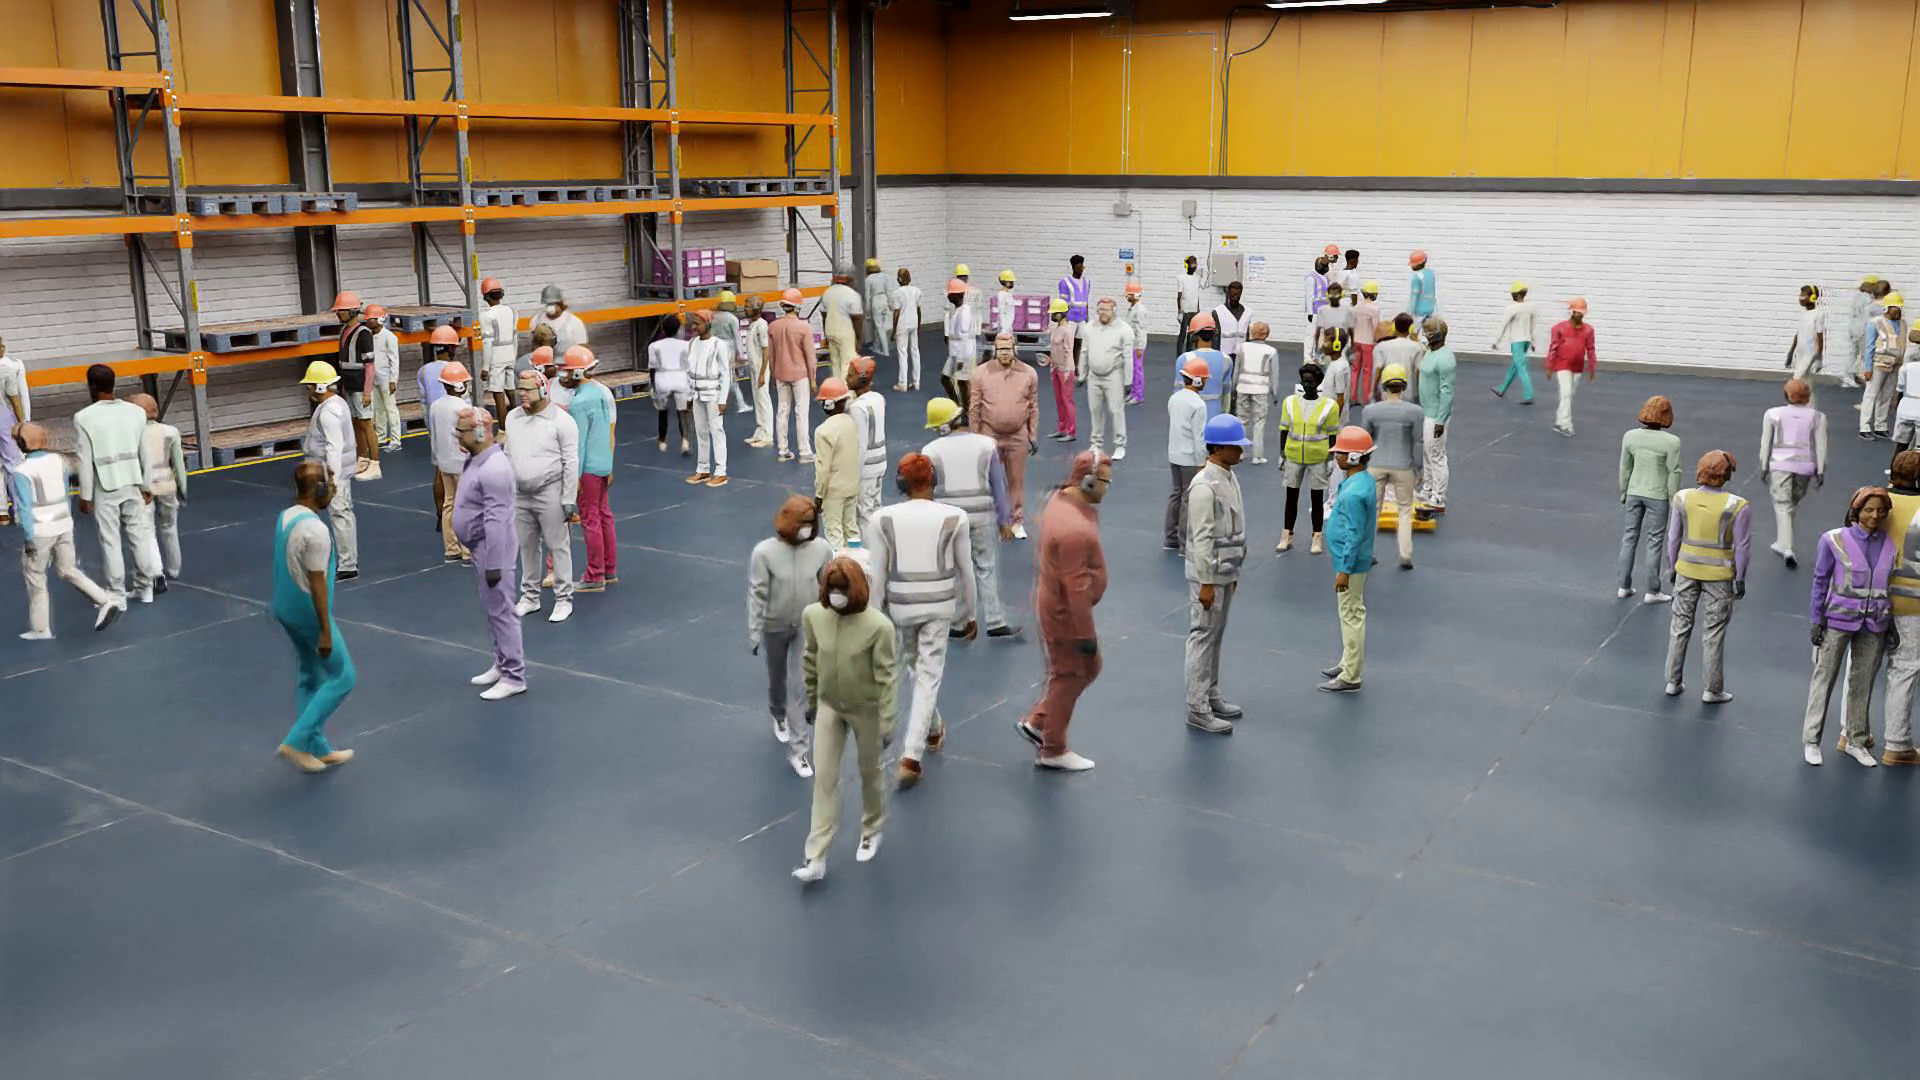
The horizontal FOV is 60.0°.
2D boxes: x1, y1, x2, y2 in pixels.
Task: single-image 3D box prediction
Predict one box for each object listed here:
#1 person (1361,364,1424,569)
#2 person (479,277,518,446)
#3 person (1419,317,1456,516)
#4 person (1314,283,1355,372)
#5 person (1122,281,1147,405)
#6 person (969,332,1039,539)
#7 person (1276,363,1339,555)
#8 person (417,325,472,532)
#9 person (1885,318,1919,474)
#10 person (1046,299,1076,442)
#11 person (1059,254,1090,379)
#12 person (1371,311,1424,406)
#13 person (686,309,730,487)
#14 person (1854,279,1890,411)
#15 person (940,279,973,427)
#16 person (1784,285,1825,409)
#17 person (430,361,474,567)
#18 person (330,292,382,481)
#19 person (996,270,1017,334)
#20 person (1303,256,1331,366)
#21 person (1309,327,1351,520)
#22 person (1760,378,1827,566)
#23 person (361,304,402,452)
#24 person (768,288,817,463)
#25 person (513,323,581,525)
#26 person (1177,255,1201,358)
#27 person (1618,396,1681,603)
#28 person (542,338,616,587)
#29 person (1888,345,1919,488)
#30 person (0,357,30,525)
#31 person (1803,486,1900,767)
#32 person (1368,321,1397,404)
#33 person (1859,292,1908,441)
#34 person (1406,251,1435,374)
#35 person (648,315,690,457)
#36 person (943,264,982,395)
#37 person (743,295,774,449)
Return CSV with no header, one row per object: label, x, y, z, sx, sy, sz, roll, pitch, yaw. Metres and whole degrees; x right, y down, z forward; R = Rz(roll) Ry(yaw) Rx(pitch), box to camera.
person,3.646,-0.612,14.092,0.541,1.748,0.344,5,14,21
person,-5.598,-2.152,20.149,0.394,2.038,0.605,6,14,25
person,4.613,-1.197,16.219,0.355,1.938,0.637,0,13,0
person,4.910,-2.456,21.909,0.509,1.828,0.906,6,14,26
person,2.452,-2.781,23.515,0.353,1.746,0.579,-2,13,-7
person,0.407,-0.944,15.194,0.644,1.907,0.400,-1,13,-6
person,3.057,-0.716,14.661,0.529,1.697,0.321,6,14,24
person,-4.741,-1.024,15.475,0.544,1.938,0.356,5,14,22
person,10.493,-1.573,18.281,0.491,1.744,0.295,-5,14,-21
person,1.234,-2.093,20.512,0.349,1.759,0.522,-5,14,-20
person,1.812,-3.495,26.126,0.608,1.966,0.374,-10,16,-37
person,4.698,-1.527,17.905,0.579,1.837,0.730,7,15,27
person,-2.702,-1.513,17.712,0.584,1.882,0.347,10,16,37
person,12.549,-2.632,22.695,0.515,1.826,0.603,-3,13,-11
person,-0.072,-2.401,21.468,0.496,1.924,0.569,-3,13,-14
person,10.842,-2.358,21.466,0.724,1.842,0.556,0,13,1
person,-4.280,-0.653,14.257,0.575,1.754,0.328,11,17,39
person,-6.553,-1.661,18.006,0.376,2.041,0.615,-12,17,-42
person,0.717,-3.256,25.533,0.311,1.768,0.533,3,13,14
person,5.995,-3.817,27.830,0.430,1.838,0.632,12,18,42
person,3.588,-1.126,16.064,0.329,1.873,0.508,2,13,9
person,7.199,-0.589,14.359,0.515,1.586,0.842,3,13,12
person,-6.909,-1.929,19.801,0.563,1.751,0.330,8,15,31
person,-1.905,-1.875,19.038,0.612,1.995,0.379,6,14,25
person,-3.878,-1.085,15.731,0.636,1.939,0.358,4,13,15
person,3.802,-3.773,27.546,0.513,1.872,0.328,-10,16,-36
person,5.426,-0.323,13.096,0.281,1.634,0.498,-10,16,-36
person,-3.141,-0.613,13.465,0.672,2.000,0.536,1,13,2
person,9.818,-1.252,17.015,0.320,1.686,0.539,-7,15,-28
person,-9.158,-1.085,15.859,0.355,1.883,0.573,10,16,36
person,5.130,0.493,9.545,0.514,1.641,0.308,1,13,4
person,4.840,-1.690,19.026,0.505,1.632,0.285,-12,18,-42
person,11.451,-2.148,20.578,0.588,1.834,0.403,-4,14,-18
person,7.497,-3.684,26.928,0.789,1.992,0.363,-11,17,-41
person,-3.371,-1.807,19.502,0.544,1.653,0.785,-2,13,-9
person,0.034,-3.097,24.521,0.588,1.919,0.402,-4,14,-17
person,-2.427,-2.023,20.011,0.348,1.846,0.506,-5,14,-20
